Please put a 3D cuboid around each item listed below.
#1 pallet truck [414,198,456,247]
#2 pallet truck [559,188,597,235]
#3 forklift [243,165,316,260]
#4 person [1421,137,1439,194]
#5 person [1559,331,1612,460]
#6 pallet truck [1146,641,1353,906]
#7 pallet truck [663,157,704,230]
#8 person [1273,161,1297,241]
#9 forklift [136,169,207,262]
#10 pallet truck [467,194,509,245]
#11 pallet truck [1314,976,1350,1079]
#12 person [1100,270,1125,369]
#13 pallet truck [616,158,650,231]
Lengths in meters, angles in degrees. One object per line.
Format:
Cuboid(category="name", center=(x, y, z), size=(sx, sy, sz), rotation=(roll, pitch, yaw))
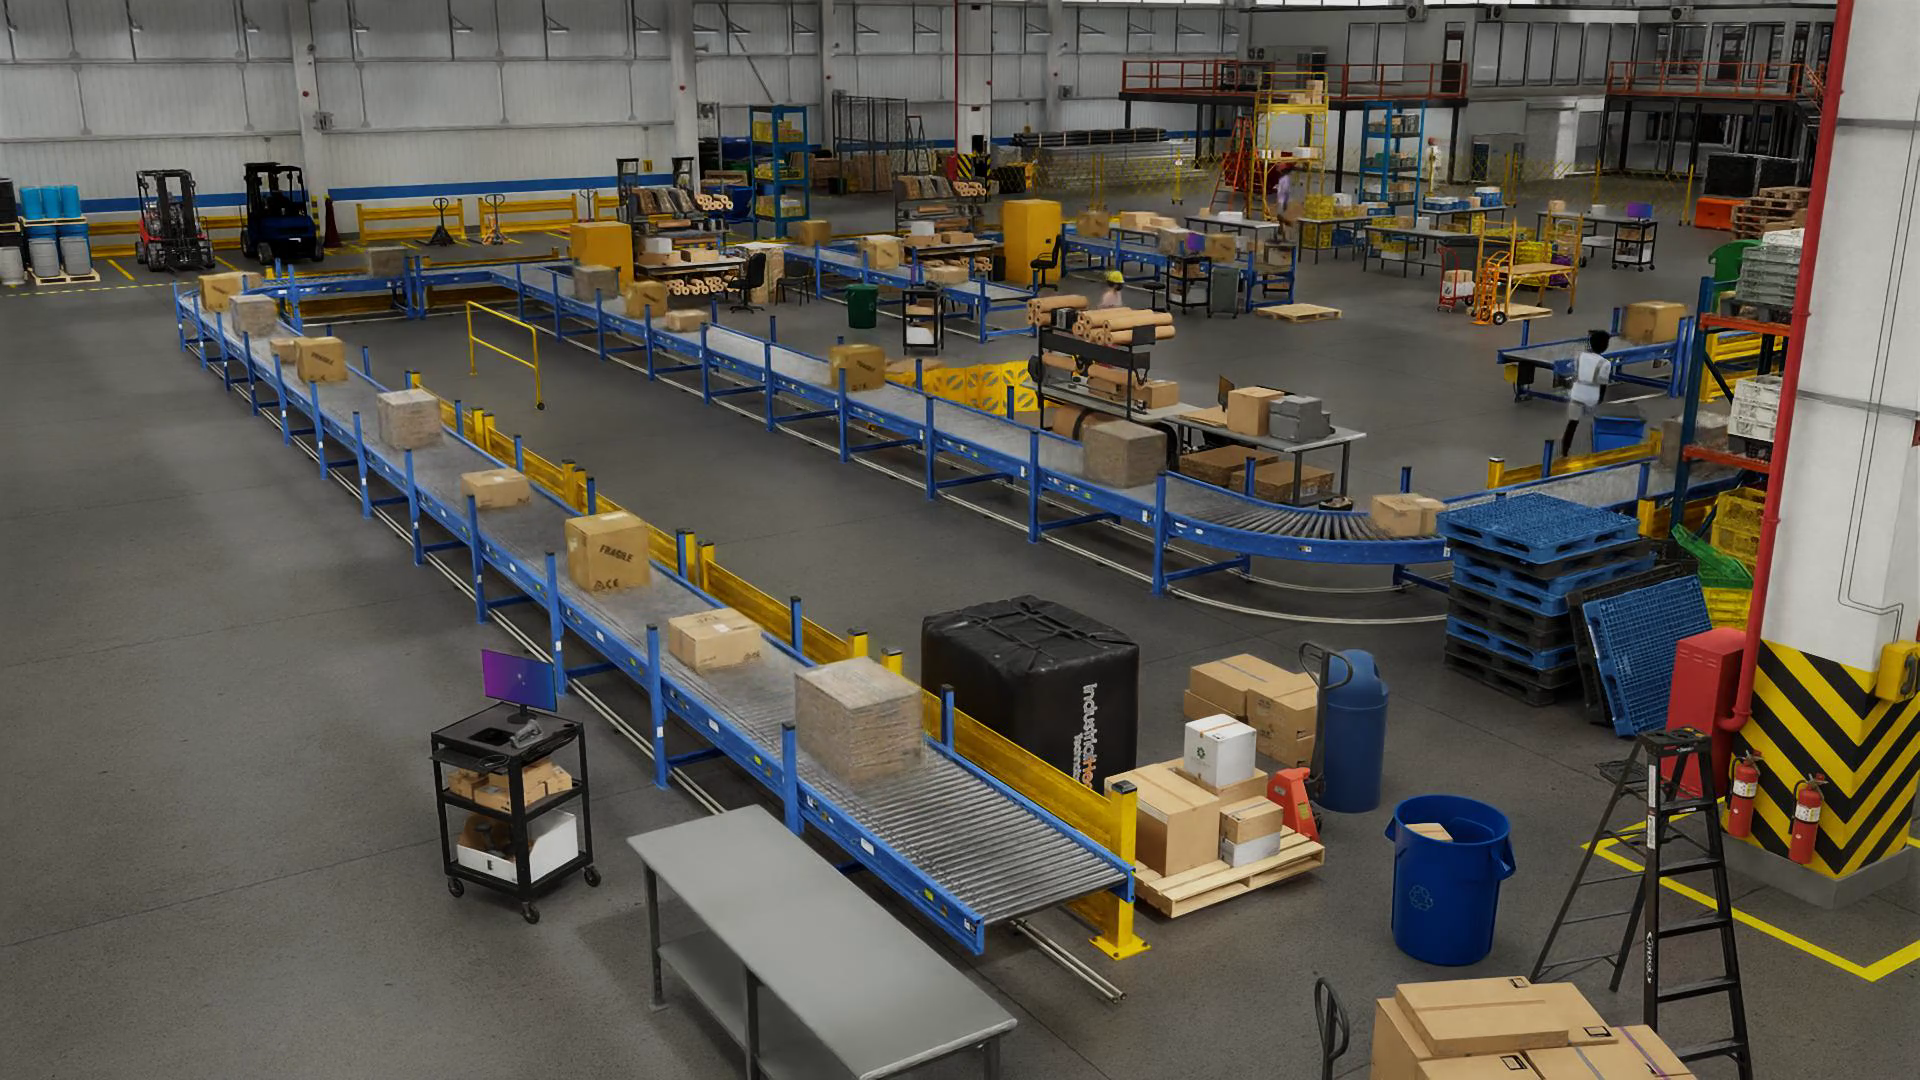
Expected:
Cuboid(category="pallet truck", center=(-13.250, -8.060, 41.856), size=(0.680, 1.201, 1.601), rotation=(-10, 20, -31))
Cuboid(category="pallet truck", center=(-10.010, -8.652, 43.699), size=(0.653, 1.274, 1.630), rotation=(-10, 20, -31))
Cuboid(category="forklift", center=(-15.898, -7.669, 38.708), size=(1.157, 1.987, 2.680), rotation=(-11, 20, -33))
Cuboid(category="person", center=(15.657, -12.494, 55.524), size=(0.605, 1.857, 0.651), rotation=(-10, 19, -30))
Cuboid(category="person", center=(7.562, -1.693, 19.953), size=(0.904, 1.639, 0.544), rotation=(-12, 20, -34))
Cuboid(category="pallet truck", center=(1.664, 1.407, 10.232), size=(1.630, 1.274, 0.653), rotation=(-10, 20, -31))
Cuboid(category="pallet truck", center=(-7.586, -9.308, 44.692), size=(0.823, 1.965, 1.885), rotation=(-11, 20, -33))
Cuboid(category="person", center=(8.227, -8.589, 42.254), size=(0.589, 2.018, 0.639), rotation=(-1, 17, -2))
Cuboid(category="forklift", center=(-17.842, -7.318, 37.559), size=(1.157, 1.987, 2.680), rotation=(-10, 20, -31))
Cuboid(category="pallet truck", center=(-11.983, -8.177, 42.137), size=(0.704, 1.261, 1.522), rotation=(-11, 20, -33))
Cuboid(category="pallet truck", center=(2.299, 2.390, 7.086), size=(1.601, 1.201, 0.680), rotation=(-2, 17, -7))
Cuboid(category="person", center=(2.263, -3.074, 24.383), size=(0.566, 1.749, 0.541), rotation=(8, 18, 25))
Cuboid(category="pallet truck", center=(-8.918, -9.176, 44.255), size=(0.823, 1.965, 1.885), rotation=(-9, 19, -27))
